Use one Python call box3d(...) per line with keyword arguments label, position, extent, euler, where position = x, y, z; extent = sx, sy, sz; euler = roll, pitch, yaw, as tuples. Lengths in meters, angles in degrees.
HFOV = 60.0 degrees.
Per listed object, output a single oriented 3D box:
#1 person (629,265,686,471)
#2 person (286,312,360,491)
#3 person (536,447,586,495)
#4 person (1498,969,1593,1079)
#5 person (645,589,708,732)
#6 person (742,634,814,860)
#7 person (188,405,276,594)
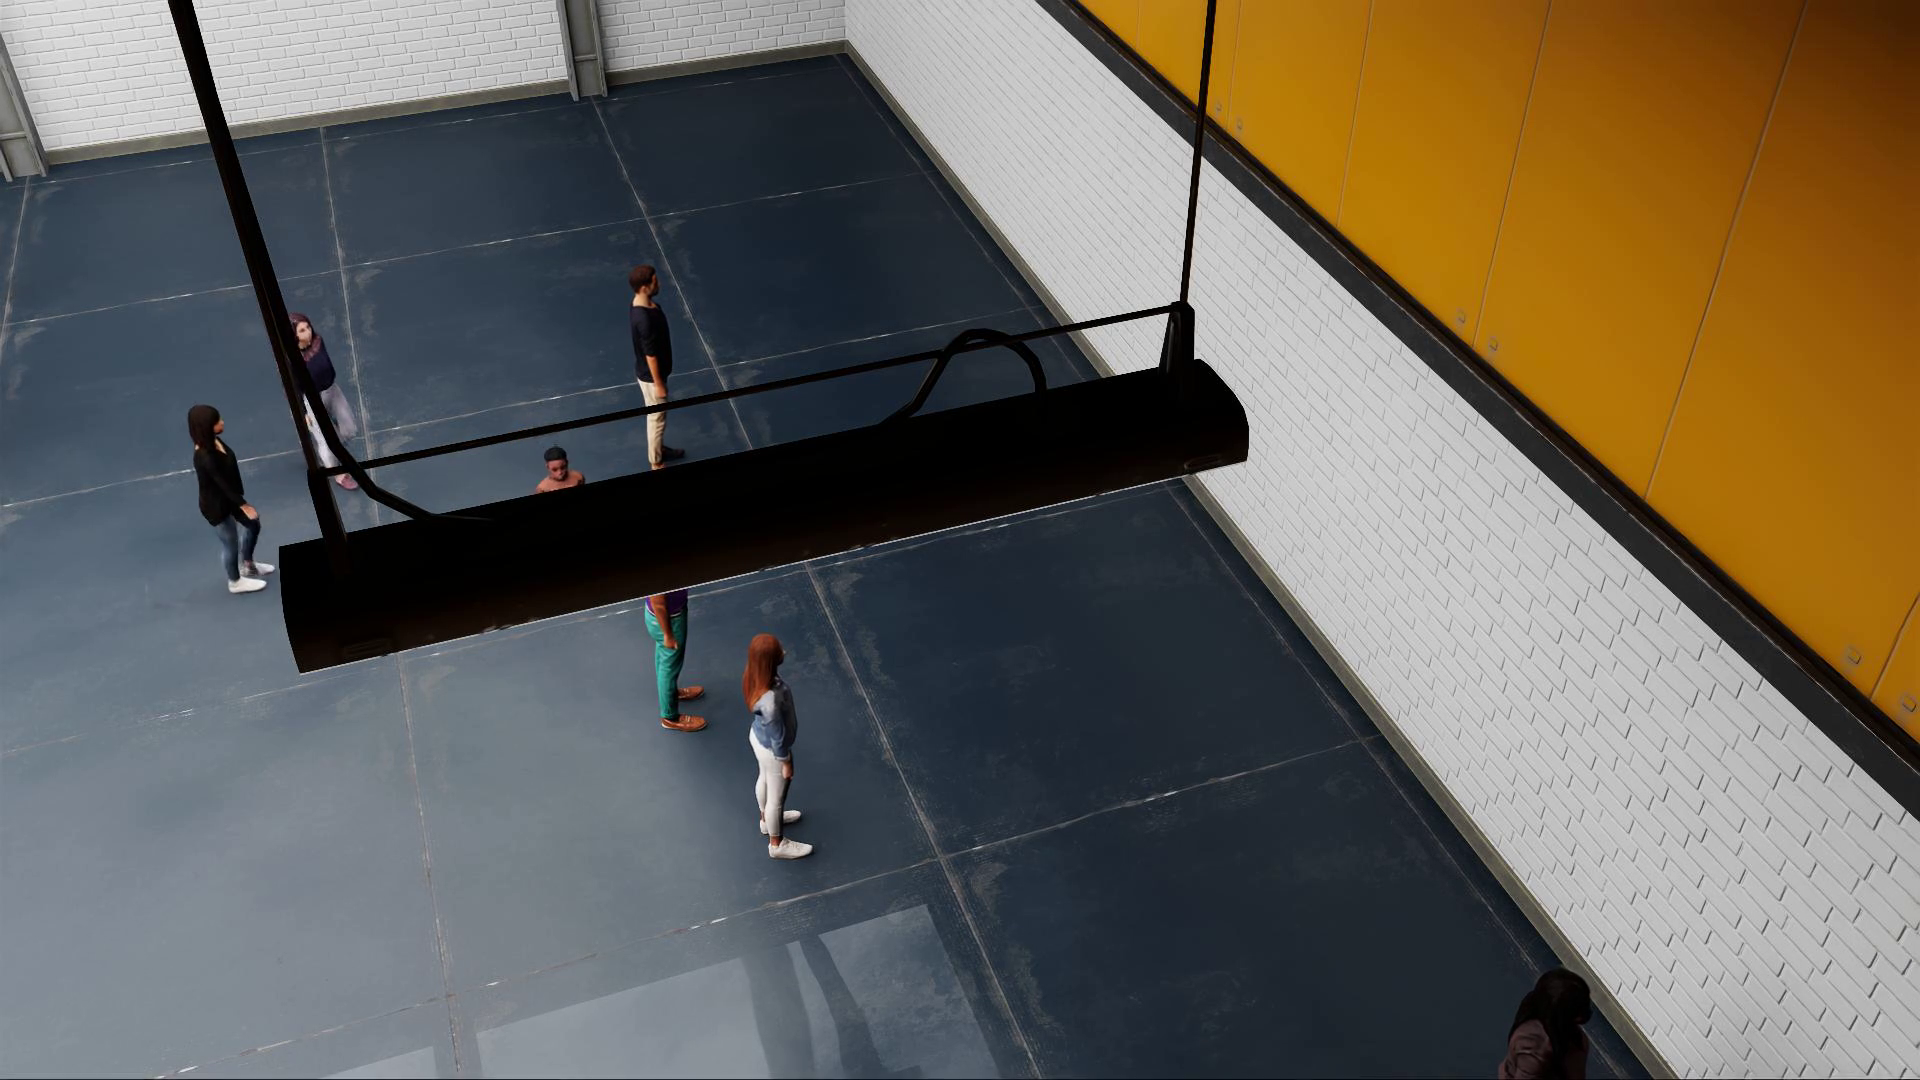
box3d(label="person", position=(-2.416, -1.313, 13.015), extent=(0.561, 1.853, 0.653), euler=(-8, 39, -10))
box3d(label="person", position=(-5.013, -1.081, 12.927), extent=(0.781, 1.599, 0.726), euler=(14, 41, 17))
box3d(label="person", position=(-2.876, -0.178, 12.101), extent=(0.842, 1.219, 0.623), euler=(-15, 41, -18))
box3d(label="person", position=(2.717, 2.682, 8.022), extent=(0.806, 1.842, 0.753), euler=(15, 41, 18))
box3d(label="person", position=(-1.929, 0.481, 10.836), extent=(0.630, 1.768, 0.663), euler=(-6, 39, -7))
box3d(label="person", position=(-1.136, 1.220, 9.964), extent=(0.503, 1.702, 0.614), euler=(-12, 40, -15))
box3d(label="person", position=(-5.344, -0.262, 11.875), extent=(0.639, 1.632, 0.590), euler=(-12, 40, -15))
